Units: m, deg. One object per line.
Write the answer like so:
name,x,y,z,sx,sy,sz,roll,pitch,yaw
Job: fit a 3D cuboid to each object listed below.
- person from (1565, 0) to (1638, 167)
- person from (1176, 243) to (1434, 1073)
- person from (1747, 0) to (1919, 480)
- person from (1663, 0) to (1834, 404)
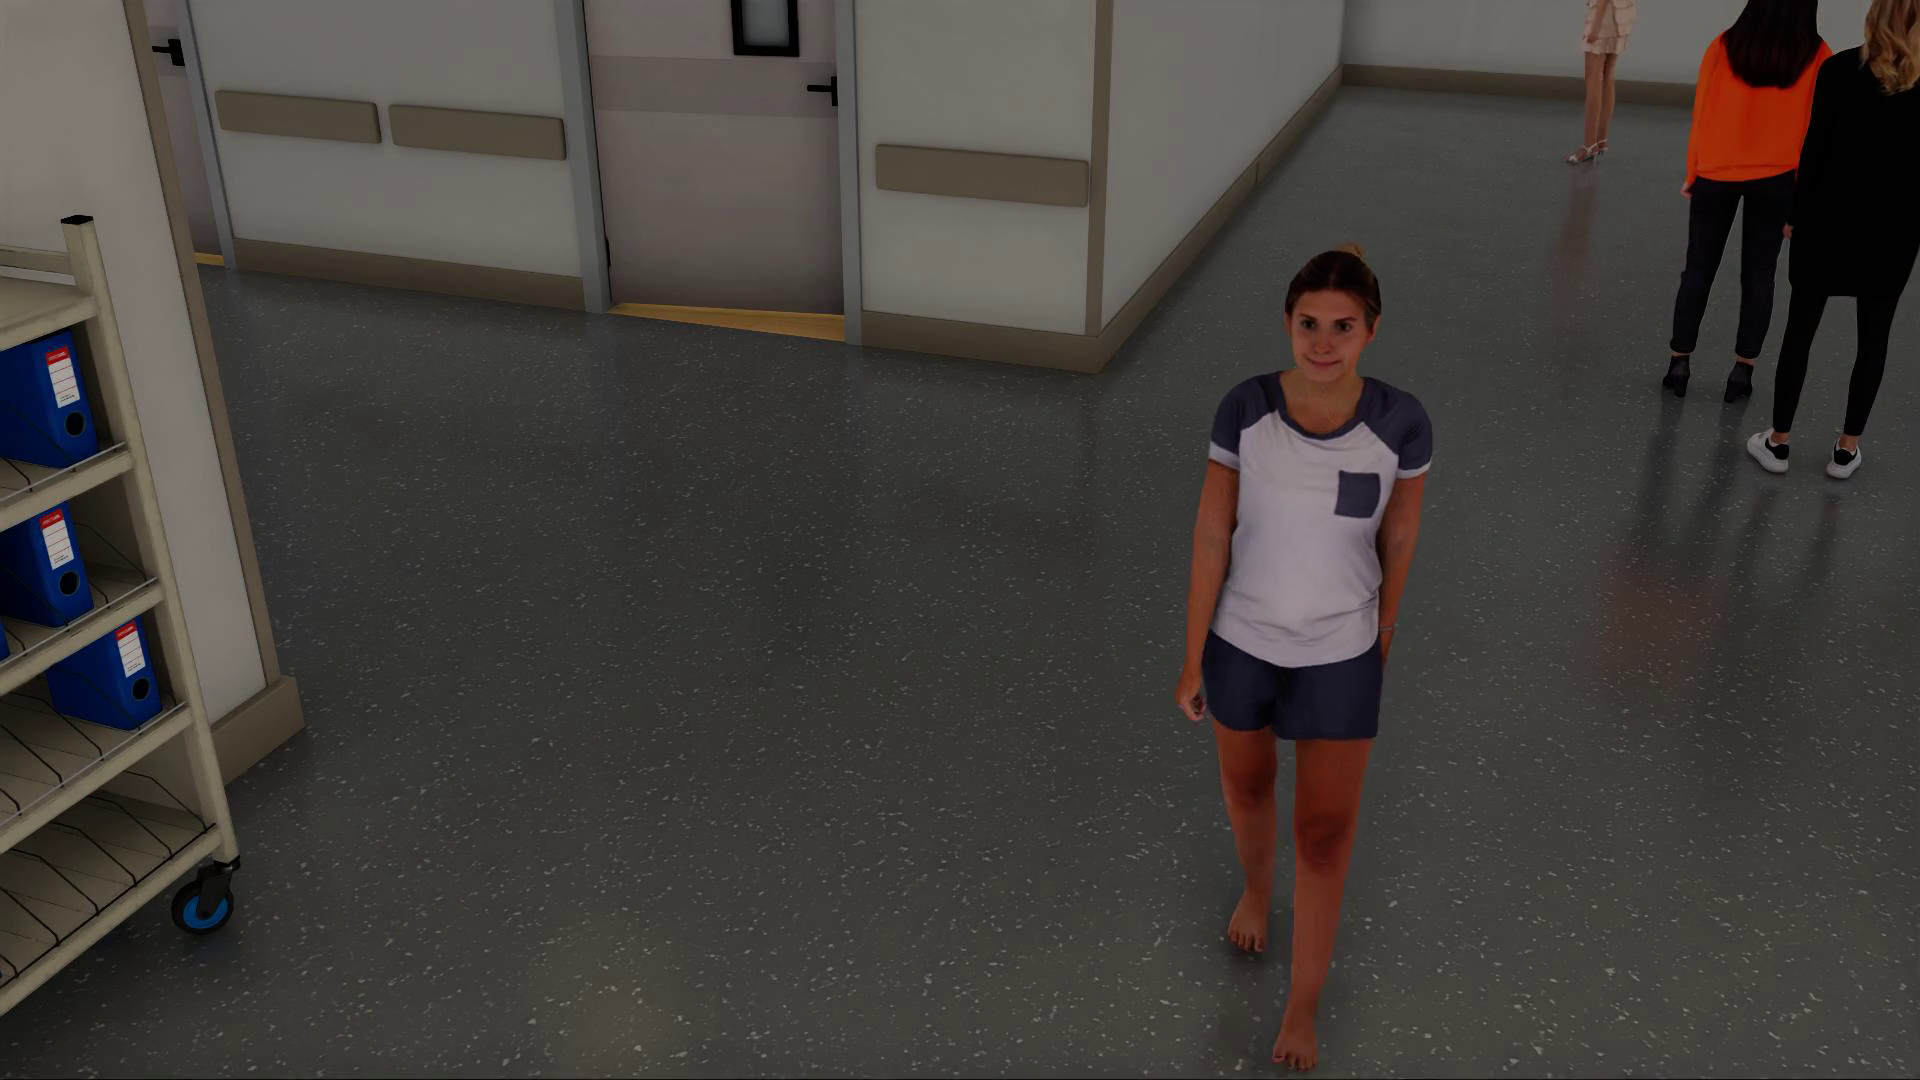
person,4.032,-3.194,10.253,0.705,1.735,0.562,20,32,36
person,0.682,0.189,3.396,0.564,1.597,0.830,9,27,18
person,3.132,-1.086,5.805,0.600,1.802,0.518,8,27,17
person,3.076,-1.401,6.518,0.630,1.748,0.562,11,28,22
